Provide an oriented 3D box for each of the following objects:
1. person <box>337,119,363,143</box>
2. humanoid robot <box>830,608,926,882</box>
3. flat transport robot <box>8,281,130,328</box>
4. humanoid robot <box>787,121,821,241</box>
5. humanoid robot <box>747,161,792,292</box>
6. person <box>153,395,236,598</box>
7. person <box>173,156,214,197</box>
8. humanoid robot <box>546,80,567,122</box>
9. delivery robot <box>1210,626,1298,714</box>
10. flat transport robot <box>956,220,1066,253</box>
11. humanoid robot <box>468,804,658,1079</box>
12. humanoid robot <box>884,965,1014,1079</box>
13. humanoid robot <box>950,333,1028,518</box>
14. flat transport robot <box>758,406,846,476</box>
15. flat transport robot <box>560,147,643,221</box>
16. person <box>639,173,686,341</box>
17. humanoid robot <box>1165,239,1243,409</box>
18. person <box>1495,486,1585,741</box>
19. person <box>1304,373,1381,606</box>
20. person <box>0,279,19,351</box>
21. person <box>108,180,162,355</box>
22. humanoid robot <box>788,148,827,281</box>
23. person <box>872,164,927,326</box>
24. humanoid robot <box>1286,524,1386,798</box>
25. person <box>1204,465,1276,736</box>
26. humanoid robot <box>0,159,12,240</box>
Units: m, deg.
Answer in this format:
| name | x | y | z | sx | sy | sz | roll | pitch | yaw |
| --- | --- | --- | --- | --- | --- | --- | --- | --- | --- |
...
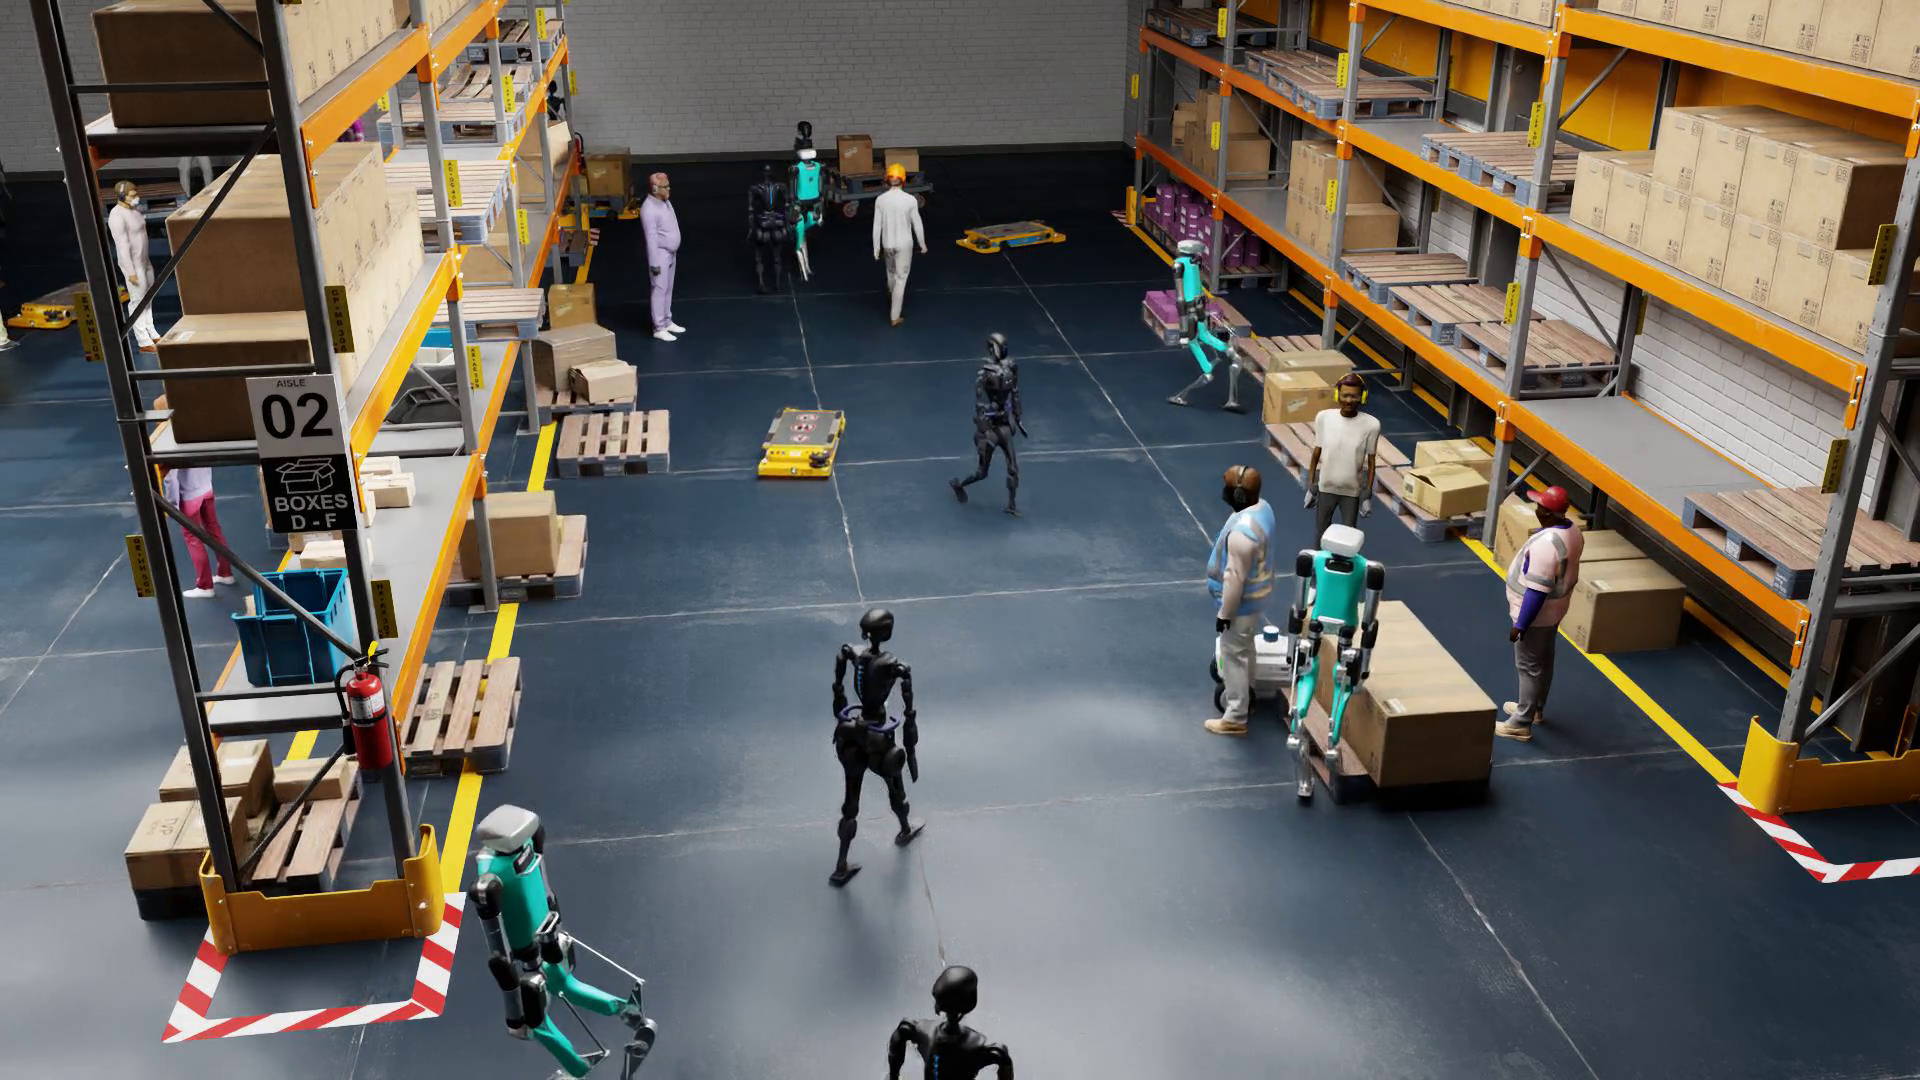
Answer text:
| name | x | y | z | sx | sy | sz | roll | pitch | yaw |
| --- | --- | --- | --- | --- | --- | --- | --- | --- | --- |
| person | -9.046 | -5.701 | 24.732 | 0.573 | 1.831 | 0.420 | 13 | 27 | 27 |
| humanoid robot | -0.501 | 1.111 | 9.461 | 0.604 | 1.627 | 0.786 | 14 | 27 | 29 |
| flat transport robot | -10.776 | -2.856 | 20.184 | 0.659 | 0.231 | 1.431 | 4 | 24 | 10 |
| humanoid robot | -2.240 | -5.095 | 23.544 | 0.517 | 1.640 | 0.589 | 6 | 24 | 12 |
| humanoid robot | -2.388 | -3.918 | 20.839 | 0.587 | 1.650 | 0.340 | -10 | 26 | -22 |
| person | -5.896 | -0.337 | 12.758 | 0.283 | 1.628 | 0.503 | 5 | 24 | 11 |
| person | -11.783 | -6.045 | 25.528 | 0.525 | 1.824 | 0.696 | 20 | 31 | 38 |
| humanoid robot | -6.605 | -6.654 | 27.091 | 0.583 | 1.649 | 0.339 | 4 | 24 | 8 |
| delivery robot | 2.064 | 0.882 | 11.327 | 0.777 | 0.606 | 0.514 | 2 | 24 | 4 |
| flat transport robot | 0.724 | -4.260 | 23.383 | 1.431 | 0.231 | 0.659 | -14 | 27 | -29 |
| humanoid robot | -1.741 | 1.973 | 7.363 | 1.026 | 1.730 | 0.543 | 4 | 24 | 10 |
| humanoid robot | -0.058 | 2.404 | 6.512 | 0.607 | 1.621 | 0.767 | 9 | 25 | 20 |
| humanoid robot | 0.275 | -1.017 | 14.292 | 0.739 | 1.627 | 0.603 | 20 | 30 | 38 |
| flat transport robot | -1.489 | -0.942 | 15.824 | 0.659 | 0.231 | 1.431 | 1 | 24 | 2 |
| flat transport robot | -5.521 | -4.985 | 25.035 | 1.431 | 0.231 | 0.659 | -1 | 24 | -2 |
| person | -3.390 | -3.252 | 19.053 | 0.406 | 1.905 | 0.650 | 3 | 24 | 8 |
| humanoid robot | 2.583 | -2.090 | 16.657 | 0.987 | 1.760 | 0.550 | 14 | 27 | 29 |
| person | 3.733 | 0.461 | 10.780 | 0.420 | 1.756 | 0.598 | 17 | 29 | 34 |
| person | 2.851 | -0.357 | 12.495 | 0.509 | 1.876 | 0.329 | 9 | 25 | 20 |
| person | -11.015 | -2.988 | 18.636 | 0.561 | 1.751 | 0.340 | 1 | 24 | 2 |
| person | -9.165 | -3.047 | 18.548 | 0.373 | 1.937 | 0.629 | -3 | 24 | -7 |
| humanoid robot | -2.074 | -4.151 | 21.468 | 0.535 | 1.875 | 0.849 | -14 | 28 | -30 |
| person | -0.697 | -3.534 | 19.760 | 0.571 | 1.855 | 0.933 | 7 | 25 | 17 |
| humanoid robot | 2.171 | 0.832 | 9.958 | 0.539 | 1.808 | 0.679 | 9 | 25 | 21 |
| person | 1.822 | 0.385 | 10.859 | 0.432 | 1.833 | 0.629 | 8 | 25 | 18 |
| humanoid robot | -13.615 | -4.941 | 23.194 | 0.610 | 1.635 | 0.536 | -13 | 27 | -28 |
